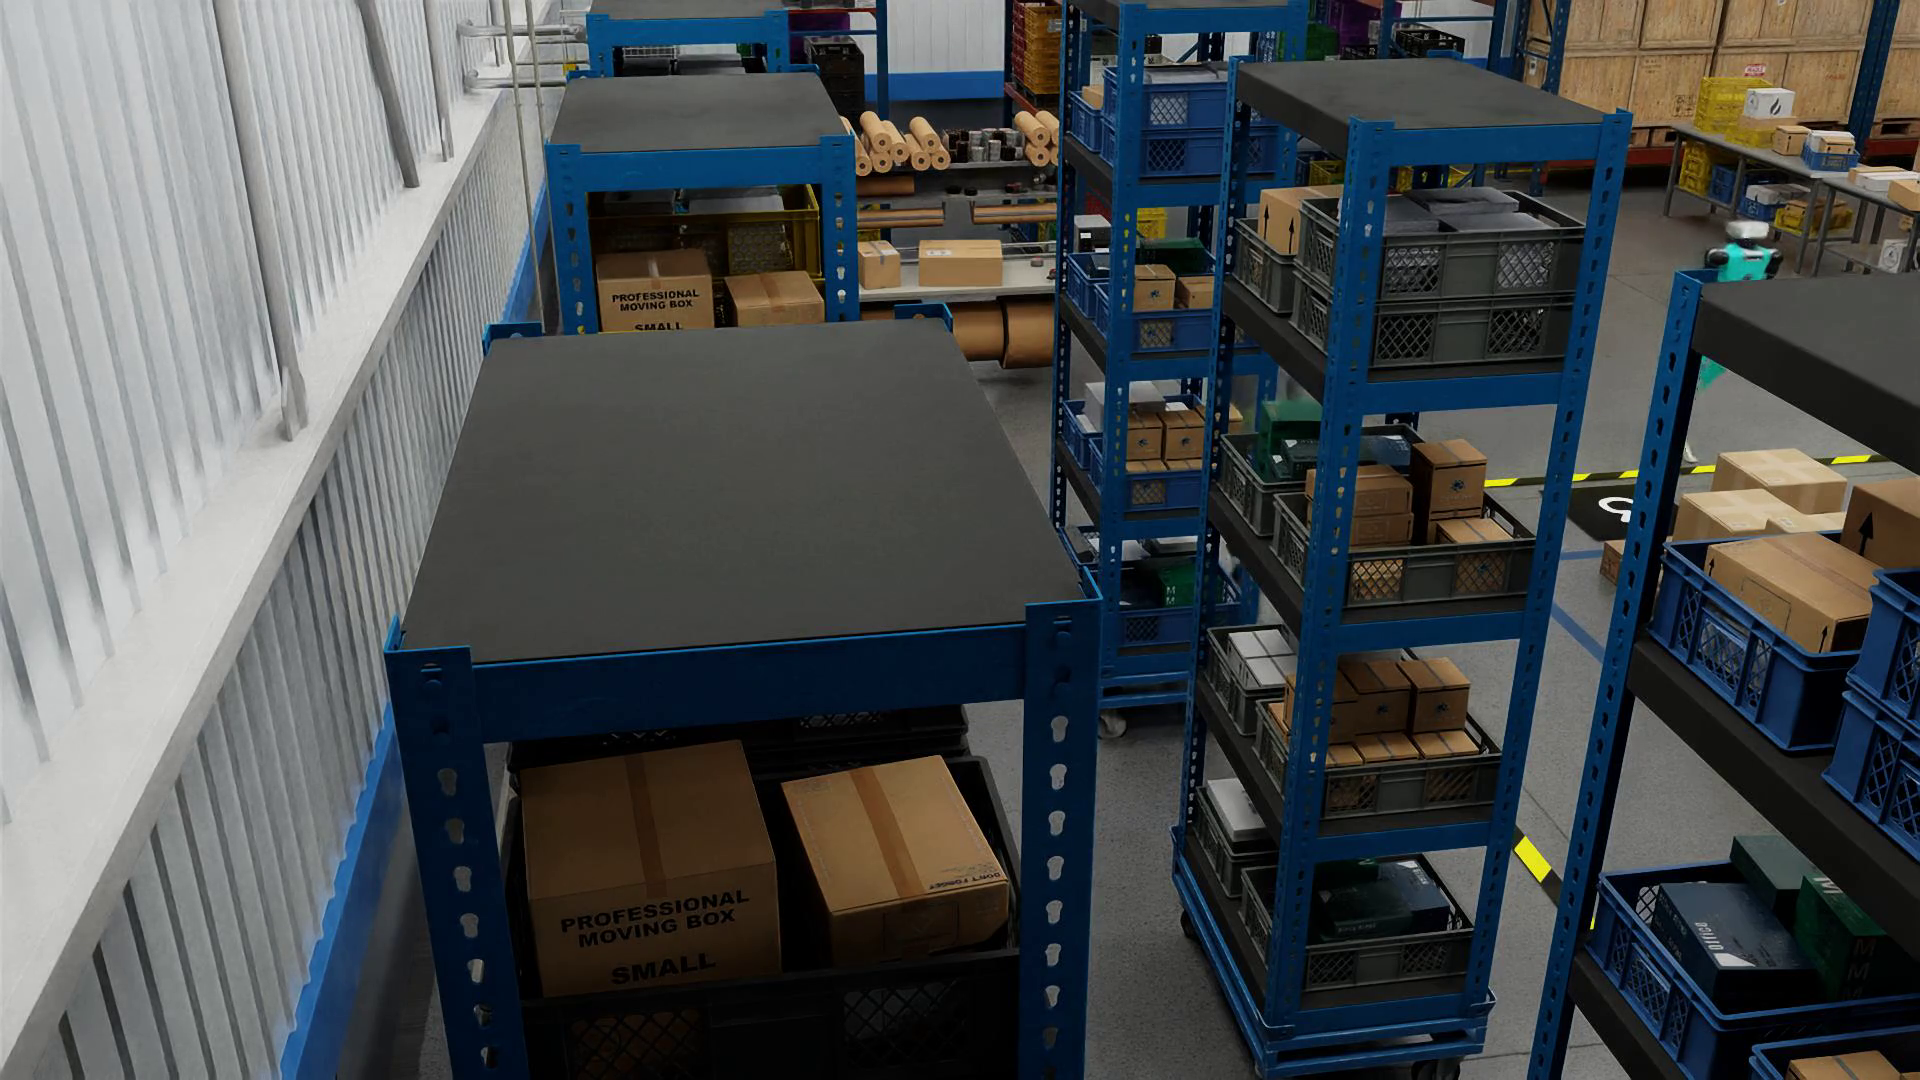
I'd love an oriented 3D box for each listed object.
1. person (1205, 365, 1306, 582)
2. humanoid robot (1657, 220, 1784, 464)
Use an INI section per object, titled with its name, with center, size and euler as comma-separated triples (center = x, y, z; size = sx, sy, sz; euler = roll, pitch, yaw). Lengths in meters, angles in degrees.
[person]
center = 1.705, -0.582, 9.682
size = 0.598, 1.842, 0.506
euler = -3, 25, -7
[humanoid robot]
center = 5.186, -1.369, 11.644
size = 0.545, 1.889, 0.787
euler = -4, 25, -8
